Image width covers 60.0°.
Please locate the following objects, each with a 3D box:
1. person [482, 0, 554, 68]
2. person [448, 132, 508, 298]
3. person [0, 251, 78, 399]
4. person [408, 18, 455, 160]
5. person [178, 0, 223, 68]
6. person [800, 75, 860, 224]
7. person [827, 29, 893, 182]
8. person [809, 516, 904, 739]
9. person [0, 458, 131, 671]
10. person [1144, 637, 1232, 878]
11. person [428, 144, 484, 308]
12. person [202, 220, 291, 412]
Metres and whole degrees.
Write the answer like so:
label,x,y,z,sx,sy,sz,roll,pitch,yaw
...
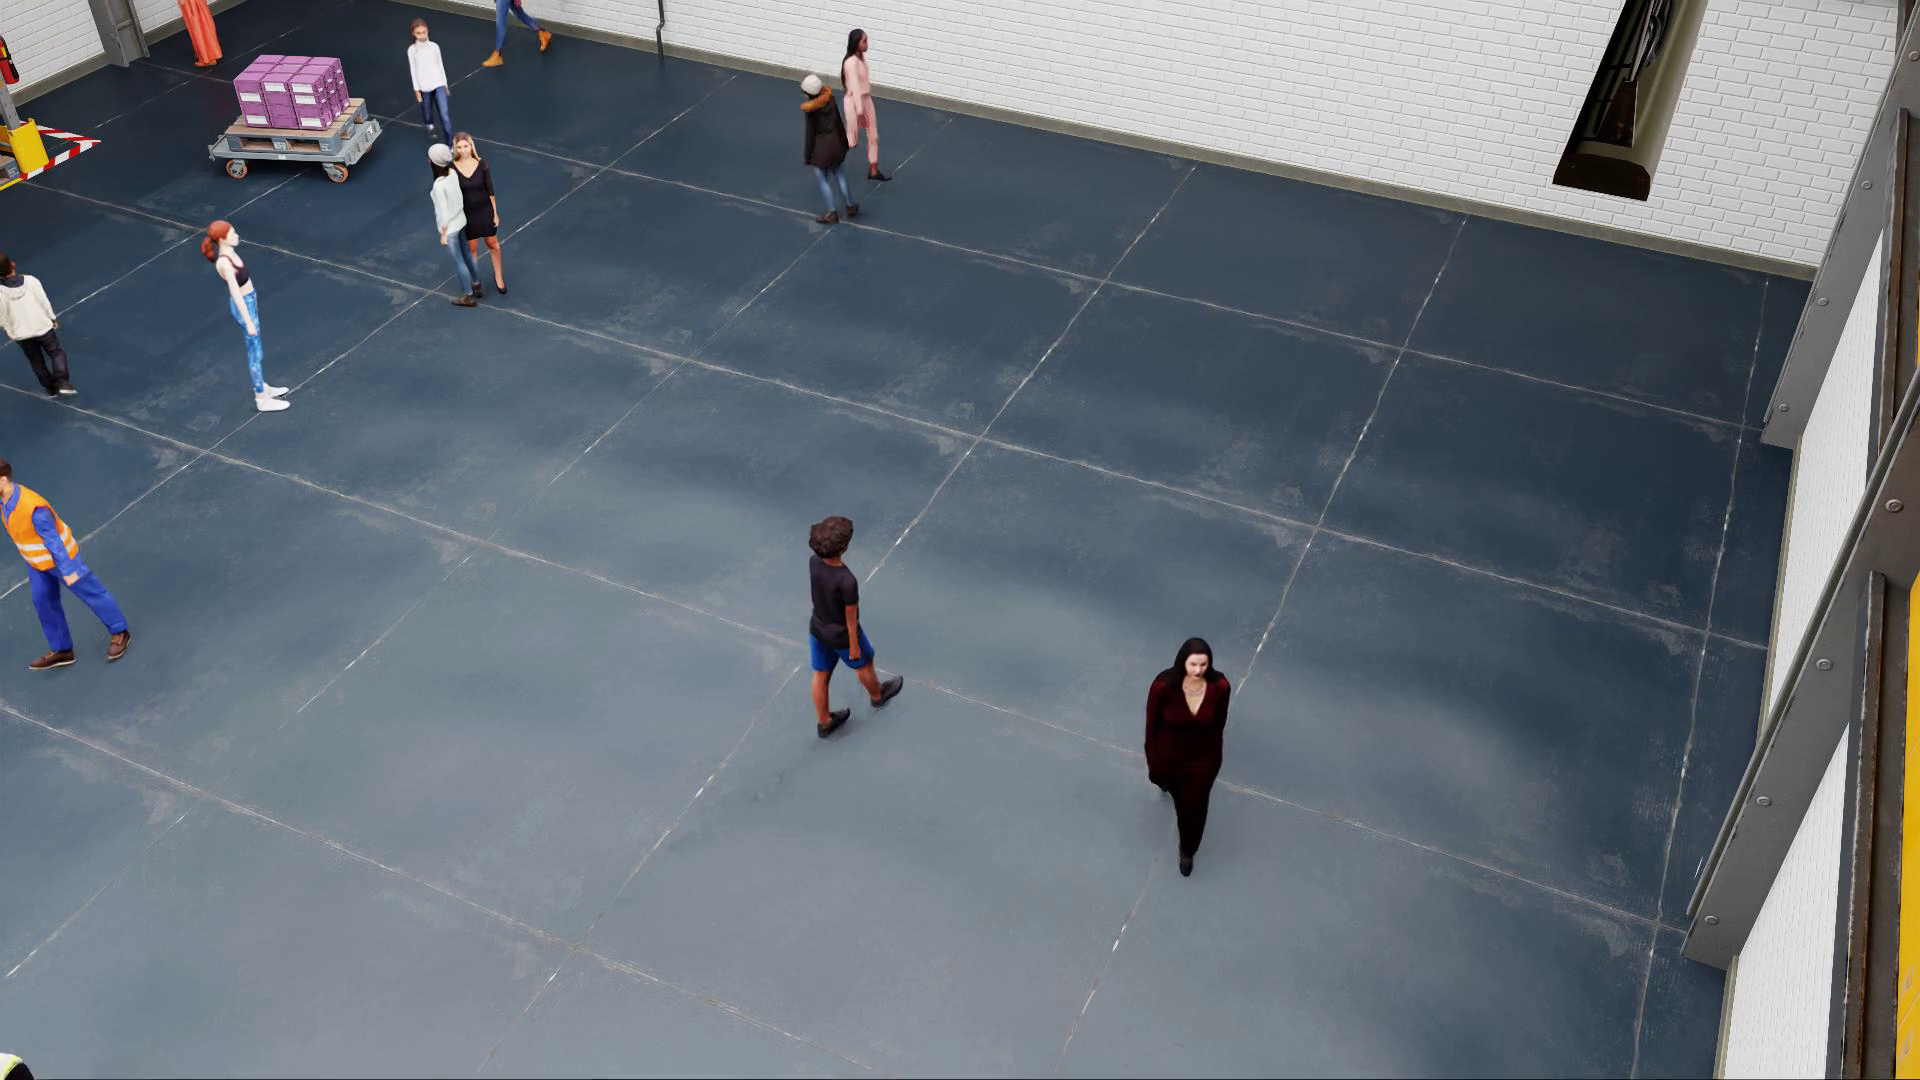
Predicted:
label,x,y,z,sx,sy,sz,roll,pitch,yaw
person,-5.481,-6.699,20.420,1.327,1.656,0.963,-31,48,-33
person,-4.629,-3.116,15.917,0.606,1.676,0.654,-11,40,-13
person,-8.114,-1.832,14.495,0.770,1.445,0.826,-15,41,-18
person,-5.873,-5.042,18.442,0.960,1.536,0.997,-15,41,-18
person,-9.429,-6.703,20.305,0.785,1.806,0.717,-11,40,-13
person,-1.321,-4.021,17.106,0.678,1.608,0.932,-24,45,-27
person,-1.177,-4.605,17.768,0.727,1.694,1.011,12,40,14
person,-0.891,0.634,11.141,0.811,1.778,1.033,29,47,32
person,-6.364,0.101,11.759,0.668,1.838,0.851,13,40,16
person,1.386,1.238,10.425,0.937,1.727,1.181,1,39,1
person,-4.815,-3.000,15.797,0.675,1.645,0.499,8,39,10
person,-6.166,-1.949,14.370,0.729,1.784,0.670,-13,40,-16
